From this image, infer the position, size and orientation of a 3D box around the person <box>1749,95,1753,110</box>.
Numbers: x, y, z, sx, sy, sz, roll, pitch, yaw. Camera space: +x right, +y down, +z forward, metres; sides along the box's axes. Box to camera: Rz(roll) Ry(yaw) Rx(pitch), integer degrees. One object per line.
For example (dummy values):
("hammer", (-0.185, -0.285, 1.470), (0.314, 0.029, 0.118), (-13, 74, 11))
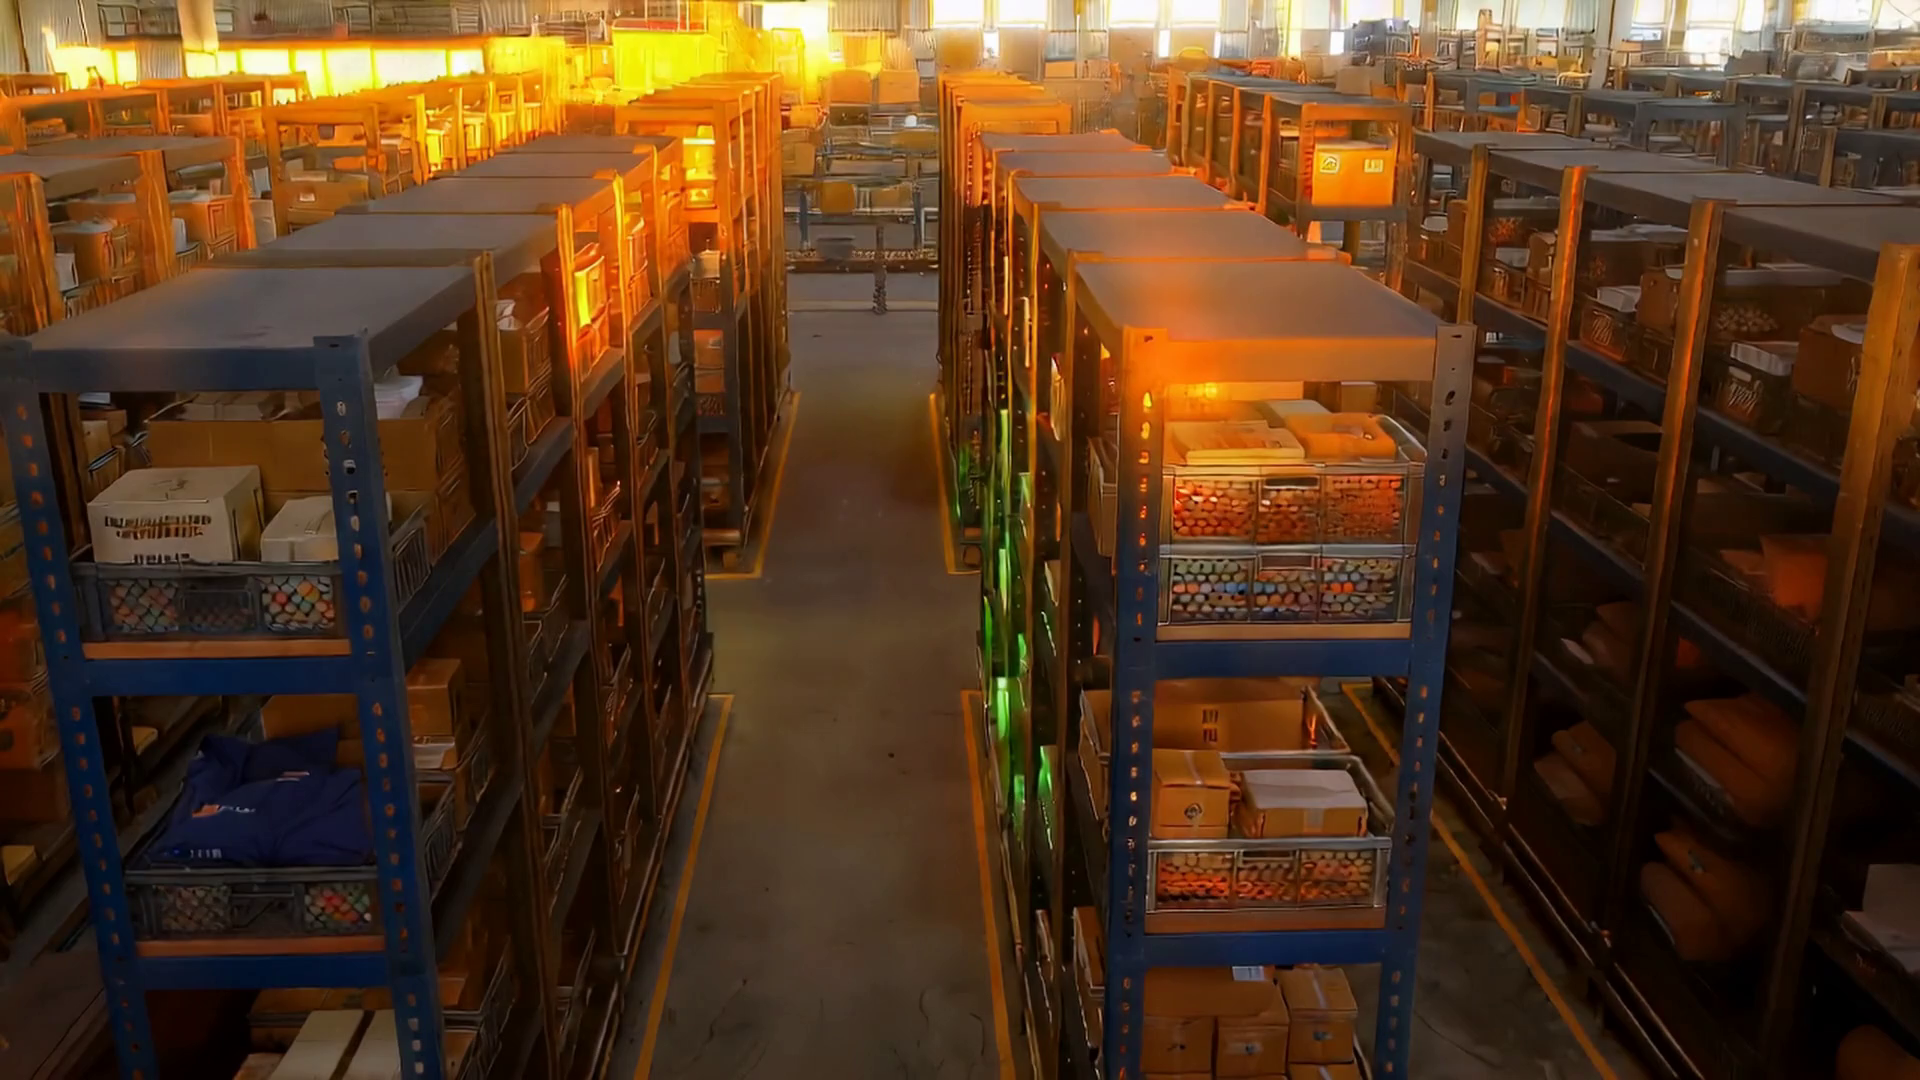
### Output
("person", (27.621, -15.299, 58.149), (0.734, 1.908, 0.648), (-3, 18, -8))

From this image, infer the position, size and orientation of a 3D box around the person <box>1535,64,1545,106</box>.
("person", (24.106, -18.860, 69.271), (0.503, 1.861, 0.331), (-9, 20, -27))

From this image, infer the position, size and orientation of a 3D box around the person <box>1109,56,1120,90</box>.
("person", (7.306, -21.903, 78.662), (0.573, 1.877, 0.353), (-6, 19, -18))

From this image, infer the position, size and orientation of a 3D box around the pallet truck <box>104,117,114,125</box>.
("pallet truck", (-18.367, -7.885, 35.078), (1.885, 1.965, 0.823), (1, 18, 2))

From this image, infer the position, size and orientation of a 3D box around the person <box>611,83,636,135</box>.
("person", (-11.407, -14.466, 55.903), (0.876, 1.695, 0.510), (-2, 18, -7))

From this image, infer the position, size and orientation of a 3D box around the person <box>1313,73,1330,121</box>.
("person", (12.223, -14.794, 56.422), (0.629, 2.016, 0.489), (2, 18, 5))

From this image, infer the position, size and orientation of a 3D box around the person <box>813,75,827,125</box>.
("person", (-5.240, -15.976, 60.427), (0.827, 1.797, 0.631), (2, 18, 5))

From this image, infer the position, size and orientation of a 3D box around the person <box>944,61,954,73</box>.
("person", (-0.475, -19.865, 72.368), (1.021, 1.865, 0.596), (-16, 24, -40))

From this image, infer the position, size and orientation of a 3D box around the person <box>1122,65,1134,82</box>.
("person", (6.609, -17.907, 66.212), (0.582, 1.918, 0.566), (-8, 20, -24))

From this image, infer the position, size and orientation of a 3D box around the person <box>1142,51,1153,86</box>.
("person", (10.103, -25.187, 88.900), (0.689, 1.832, 0.341), (3, 18, 11))

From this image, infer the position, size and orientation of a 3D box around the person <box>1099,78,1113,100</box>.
("person", (4.744, -13.998, 54.056), (0.621, 1.961, 0.936), (10, 20, 28))

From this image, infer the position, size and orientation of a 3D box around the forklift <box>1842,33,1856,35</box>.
("forklift", (45.972, -24.928, 86.404), (1.873, 2.768, 1.129), (1, 18, 4))

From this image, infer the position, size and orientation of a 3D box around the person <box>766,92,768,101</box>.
("person", (-6.251, -13.643, 53.015), (0.386, 1.922, 0.561), (1, 18, 2))

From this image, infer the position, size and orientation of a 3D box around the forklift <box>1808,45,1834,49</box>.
("forklift", (31.325, -16.635, 60.741), (1.129, 2.768, 1.873), (-1, 18, -2))

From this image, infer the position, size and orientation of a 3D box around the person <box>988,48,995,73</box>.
("person", (1.810, -26.765, 93.739), (0.931, 1.883, 0.607), (2, 18, 7))

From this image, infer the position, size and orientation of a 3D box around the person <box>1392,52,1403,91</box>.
("person", (22.048, -23.614, 83.855), (0.439, 1.929, 0.639), (2, 18, 6))

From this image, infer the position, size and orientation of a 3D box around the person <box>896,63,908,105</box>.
("person", (-2.369, -18.520, 68.087), (0.544, 1.936, 0.359), (-10, 21, -29))

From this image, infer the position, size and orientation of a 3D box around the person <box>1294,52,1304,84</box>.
("person", (17.063, -23.574, 83.756), (0.585, 1.922, 0.391), (-10, 20, -28))

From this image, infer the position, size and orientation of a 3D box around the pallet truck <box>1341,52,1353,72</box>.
("pallet truck", (18.794, -23.123, 82.231), (0.823, 1.965, 1.885), (-13, 22, -35))

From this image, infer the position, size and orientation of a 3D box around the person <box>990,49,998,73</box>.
("person", (1.991, -26.444, 92.823), (0.930, 1.796, 0.658), (3, 18, 8))

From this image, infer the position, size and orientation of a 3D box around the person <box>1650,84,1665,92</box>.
("person", (27.096, -17.390, 64.545), (0.604, 1.963, 0.367), (5, 19, 15))

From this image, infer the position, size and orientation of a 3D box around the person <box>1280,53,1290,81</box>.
("person", (15.910, -22.889, 81.640), (0.808, 1.909, 0.653), (-11, 21, -31))

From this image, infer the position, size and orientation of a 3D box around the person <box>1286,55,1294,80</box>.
("person", (16.019, -22.548, 80.633), (0.337, 1.882, 0.584), (-5, 19, -16))

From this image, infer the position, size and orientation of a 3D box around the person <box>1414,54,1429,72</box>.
("person", (21.435, -21.559, 77.321), (0.681, 2.000, 0.538), (6, 19, 19))

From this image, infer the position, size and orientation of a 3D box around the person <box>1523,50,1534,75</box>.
("person", (30.296, -25.162, 88.707), (0.585, 1.904, 0.629), (8, 20, 24))

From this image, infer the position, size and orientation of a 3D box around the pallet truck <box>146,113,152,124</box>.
("pallet truck", (-18.087, -8.309, 36.390), (1.885, 1.965, 0.823), (-1, 18, -4))
